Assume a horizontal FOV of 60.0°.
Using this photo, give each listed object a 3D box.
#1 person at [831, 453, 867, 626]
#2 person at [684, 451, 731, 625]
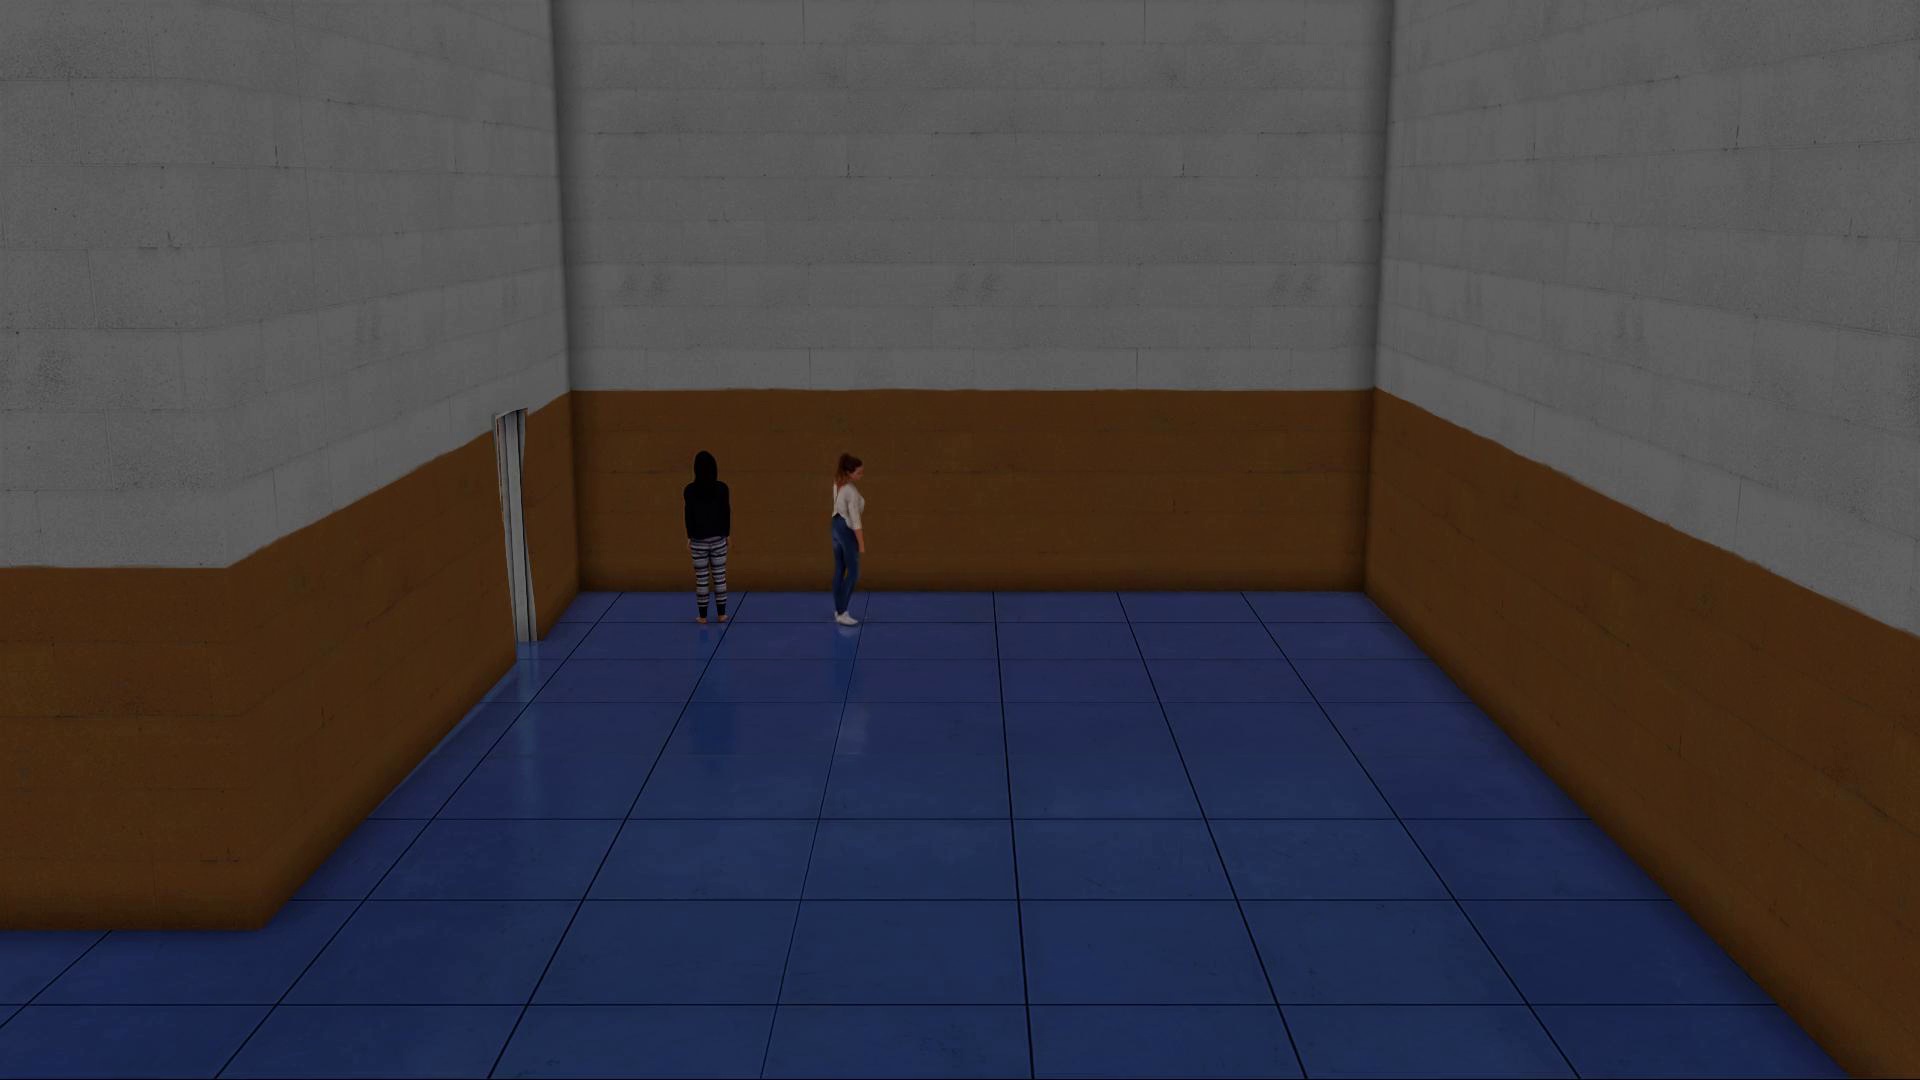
[{"bbox_3d":[-1.175,-0.039,16.609,0.758,1.718,0.835,-10,16,-40],"label":"person"},{"bbox_3d":[-2.502,-0.032,16.533,0.548,1.735,0.717,-3,12,-15],"label":"person"}]
